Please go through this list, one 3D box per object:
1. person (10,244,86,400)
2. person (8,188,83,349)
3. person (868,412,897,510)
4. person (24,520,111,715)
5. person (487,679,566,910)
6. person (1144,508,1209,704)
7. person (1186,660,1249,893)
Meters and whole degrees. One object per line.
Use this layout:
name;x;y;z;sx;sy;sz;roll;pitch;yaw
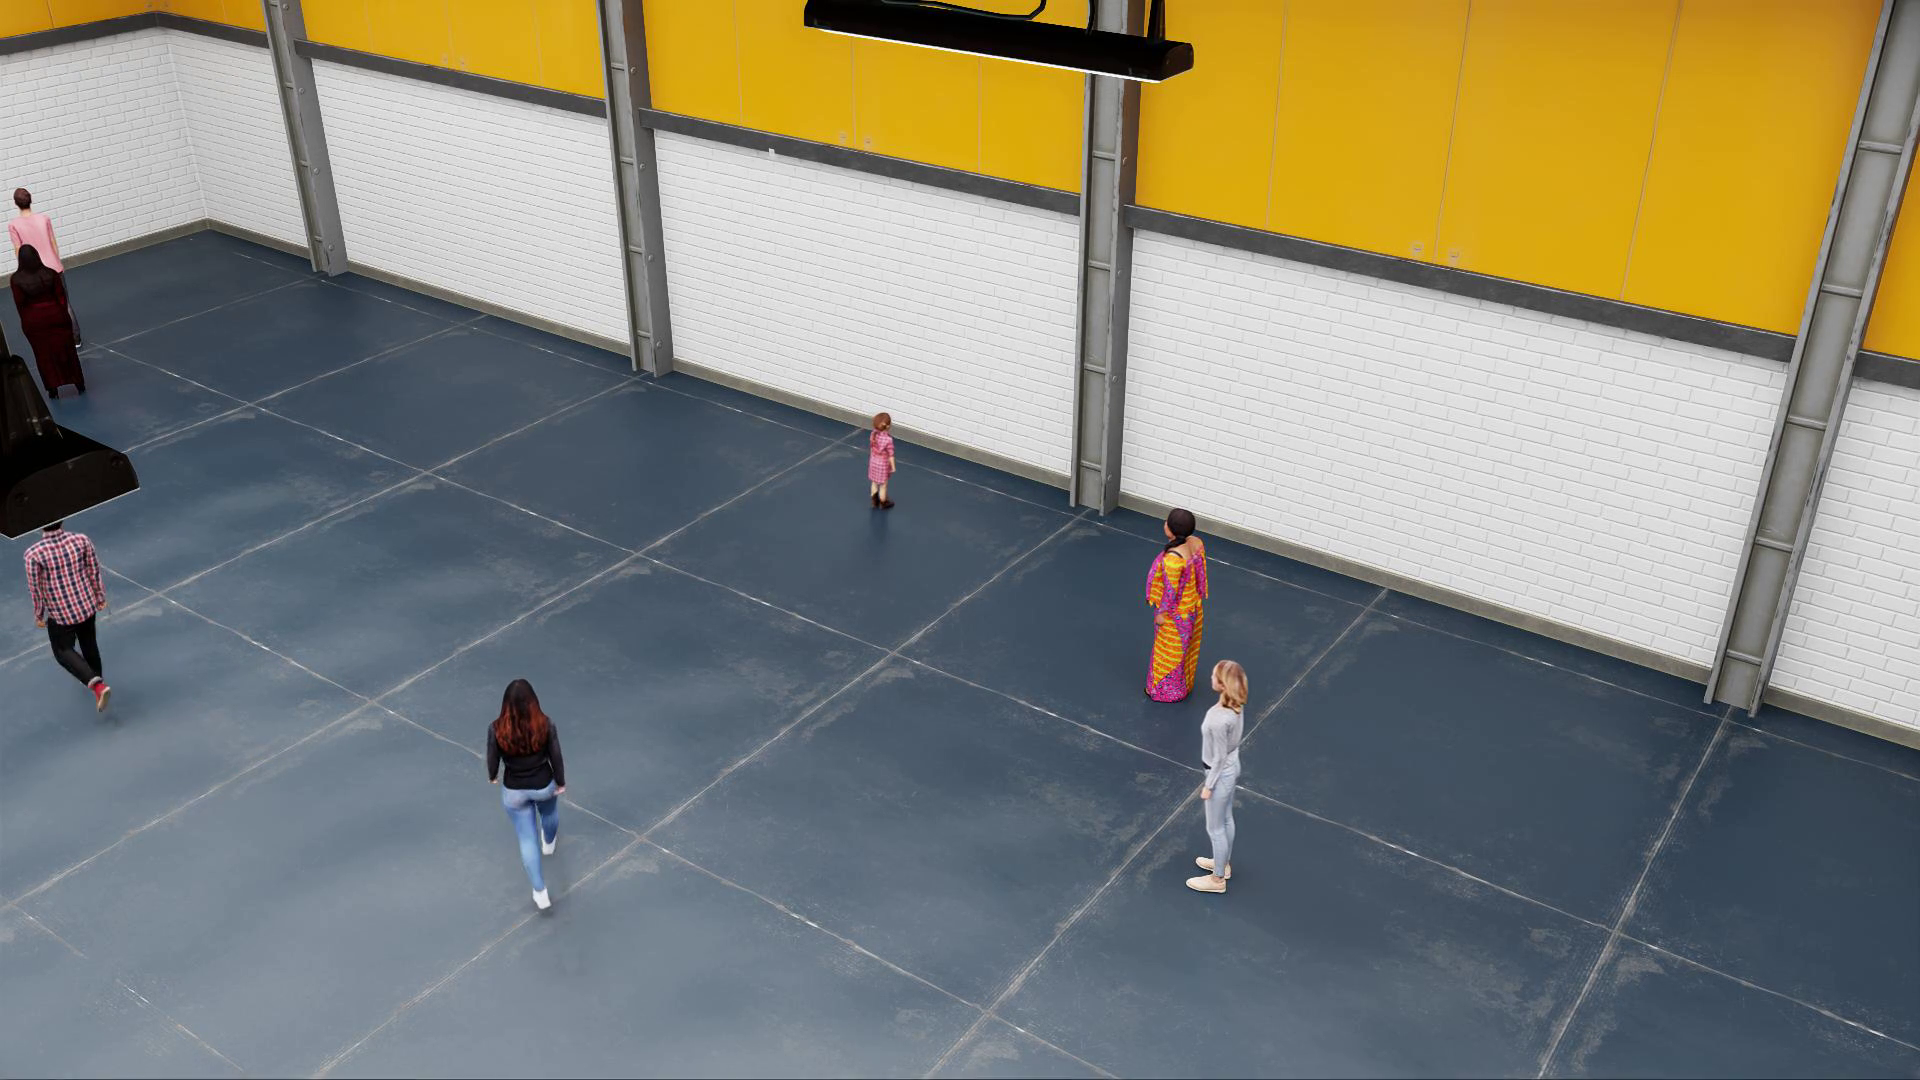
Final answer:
person;-10.108;-2.419;18.398;0.746;1.757;0.728;-19;34;-31
person;-10.791;-3.176;19.574;0.672;1.959;0.616;-24;37;-37
person;-0.771;-0.772;16.148;0.380;1.018;0.484;19;34;31
person;-6.934;0.536;12.988;0.912;1.749;0.688;20;34;32
person;-2.851;1.695;11.025;1.056;1.593;1.187;-8;30;-15
person;1.692;0.477;13.162;0.662;1.685;0.655;15;32;26
person;1.732;1.566;11.050;0.559;1.796;0.627;12;31;20
